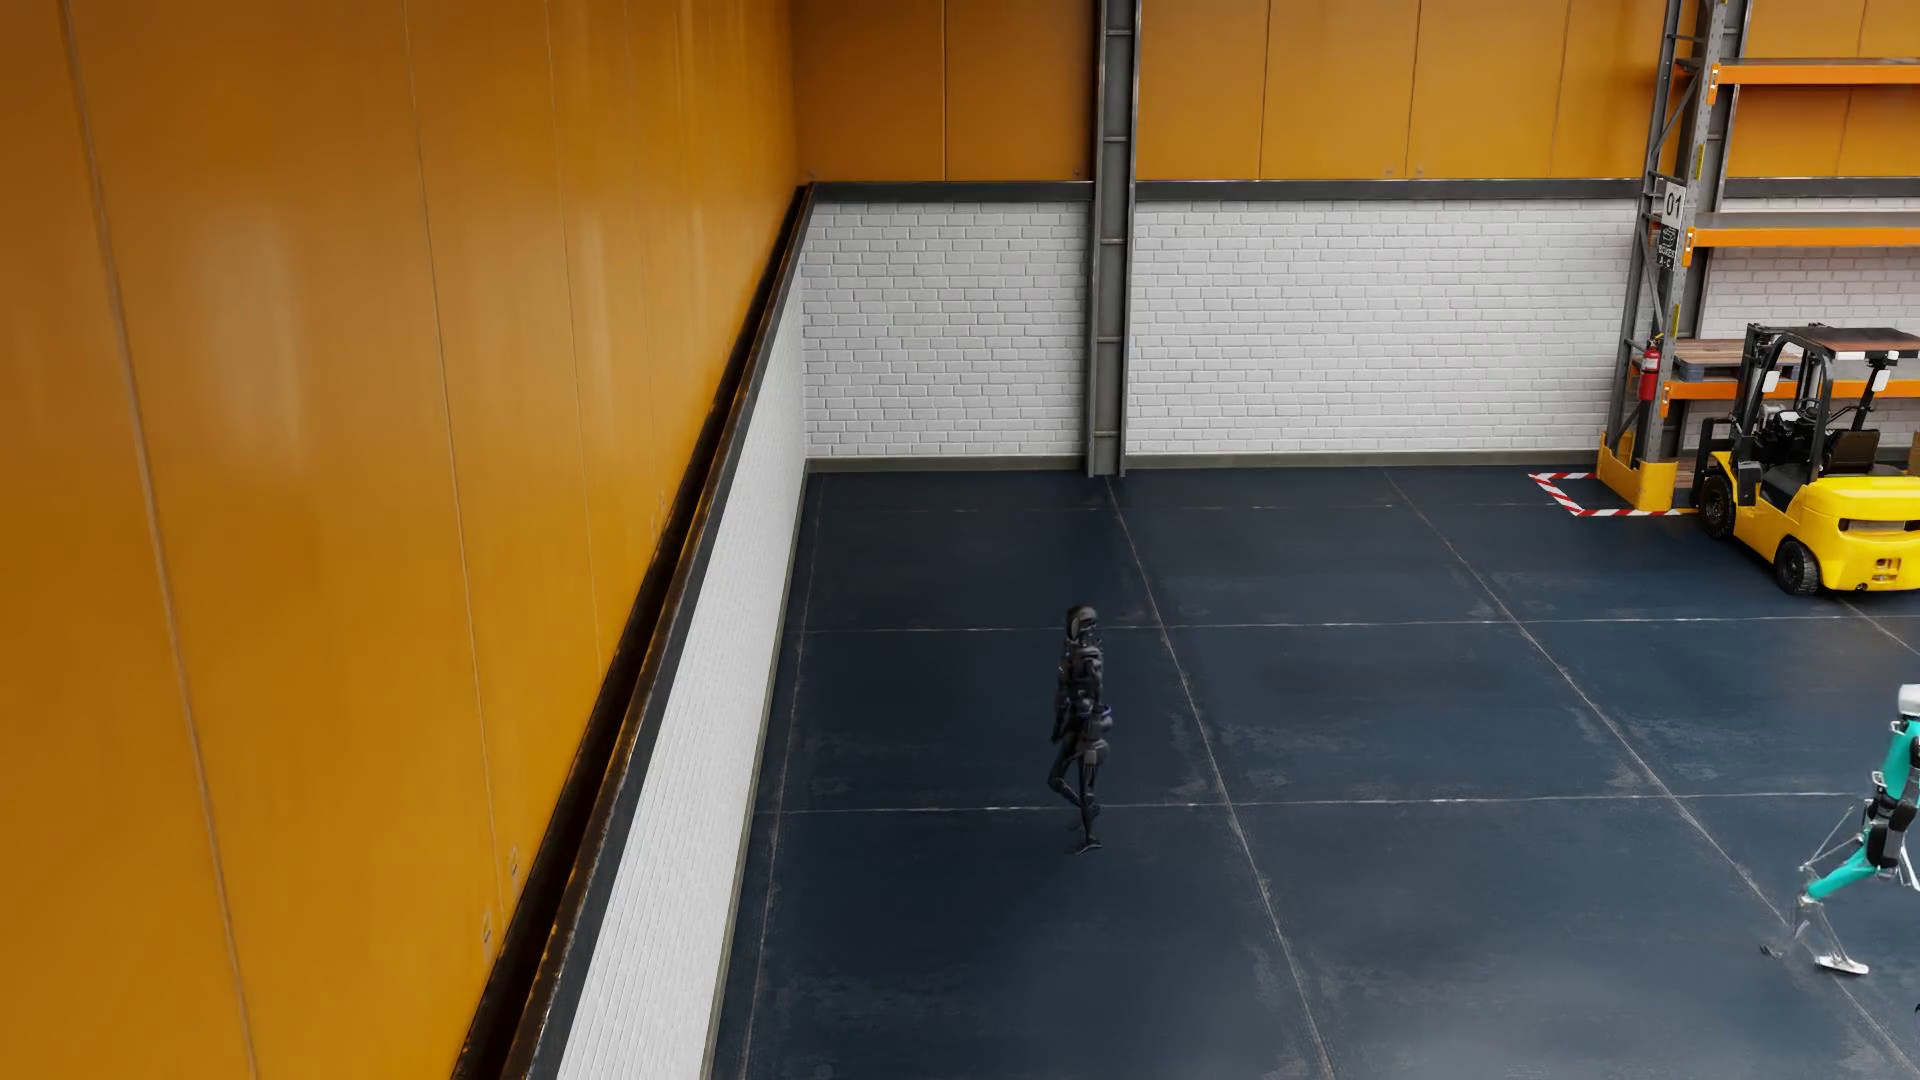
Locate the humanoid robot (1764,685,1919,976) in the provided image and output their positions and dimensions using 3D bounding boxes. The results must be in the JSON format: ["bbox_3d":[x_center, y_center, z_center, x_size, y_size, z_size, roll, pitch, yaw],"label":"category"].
[{"bbox_3d":[4.843,1.653,9.119,0.732,1.904,0.547,8,22,21],"label":"humanoid robot"}]

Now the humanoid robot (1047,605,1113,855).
[{"bbox_3d":[0.772,1.180,10.325,0.381,1.649,0.586,-8,22,-21],"label":"humanoid robot"}]

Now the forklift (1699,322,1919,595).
[{"bbox_3d":[7.809,-0.792,14.926,1.214,2.155,2.313,-1,20,-2],"label":"forklift"}]

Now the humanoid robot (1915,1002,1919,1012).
[{"bbox_3d":[4.823,2.134,7.751,0.595,1.643,0.599,10,23,26],"label":"humanoid robot"}]

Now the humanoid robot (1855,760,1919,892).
[{"bbox_3d":[5.756,1.243,10.124,0.554,1.784,0.869,-8,22,-20],"label":"humanoid robot"}]
